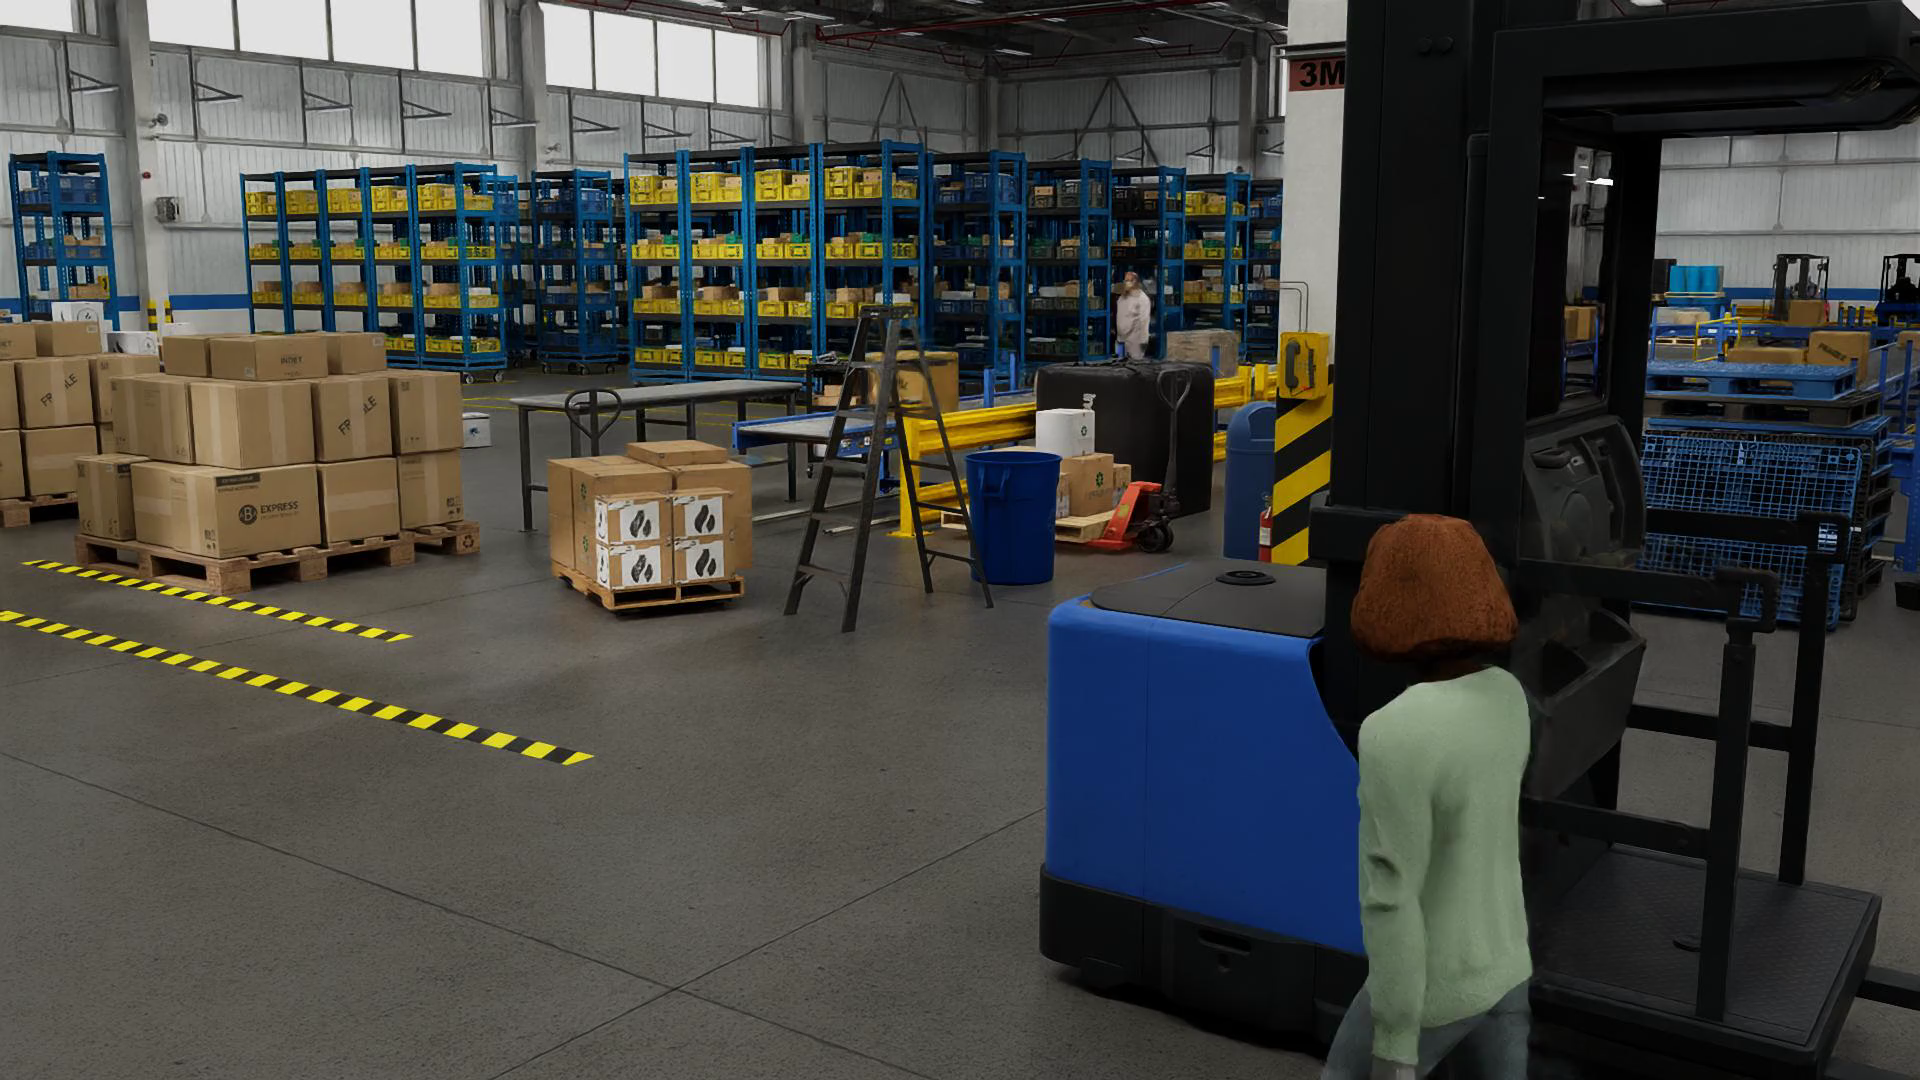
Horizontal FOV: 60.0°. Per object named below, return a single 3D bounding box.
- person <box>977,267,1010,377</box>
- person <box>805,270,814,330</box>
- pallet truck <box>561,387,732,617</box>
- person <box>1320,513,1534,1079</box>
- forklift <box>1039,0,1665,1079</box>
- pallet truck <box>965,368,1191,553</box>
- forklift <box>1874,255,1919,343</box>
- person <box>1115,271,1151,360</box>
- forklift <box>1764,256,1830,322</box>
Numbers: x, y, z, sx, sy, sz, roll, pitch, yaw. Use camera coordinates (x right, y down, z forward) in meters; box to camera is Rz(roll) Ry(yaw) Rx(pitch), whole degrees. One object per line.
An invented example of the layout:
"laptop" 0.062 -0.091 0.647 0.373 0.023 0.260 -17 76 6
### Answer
"person" 0.621 -3.817 28.996 0.920 1.968 0.615 6 11 32
"person" -2.810 -4.212 31.716 0.404 1.844 0.571 -1 10 -3
"pallet truck" -1.981 -0.274 10.088 0.680 1.201 1.601 -5 11 -28
"person" 0.750 0.748 2.902 0.521 1.595 0.814 -9 13 -42
"forklift" 1.249 -0.137 4.360 1.873 2.768 1.129 7 12 35
"pallet truck" 0.845 -0.609 11.869 1.630 1.274 0.653 7 12 35
"forklift" 22.089 -5.634 38.796 1.157 1.987 2.680 6 11 33
"person" 2.483 -2.873 23.635 0.822 1.883 0.650 -7 12 -34
"forklift" 20.253 -5.854 40.139 1.157 1.987 2.680 7 12 35
